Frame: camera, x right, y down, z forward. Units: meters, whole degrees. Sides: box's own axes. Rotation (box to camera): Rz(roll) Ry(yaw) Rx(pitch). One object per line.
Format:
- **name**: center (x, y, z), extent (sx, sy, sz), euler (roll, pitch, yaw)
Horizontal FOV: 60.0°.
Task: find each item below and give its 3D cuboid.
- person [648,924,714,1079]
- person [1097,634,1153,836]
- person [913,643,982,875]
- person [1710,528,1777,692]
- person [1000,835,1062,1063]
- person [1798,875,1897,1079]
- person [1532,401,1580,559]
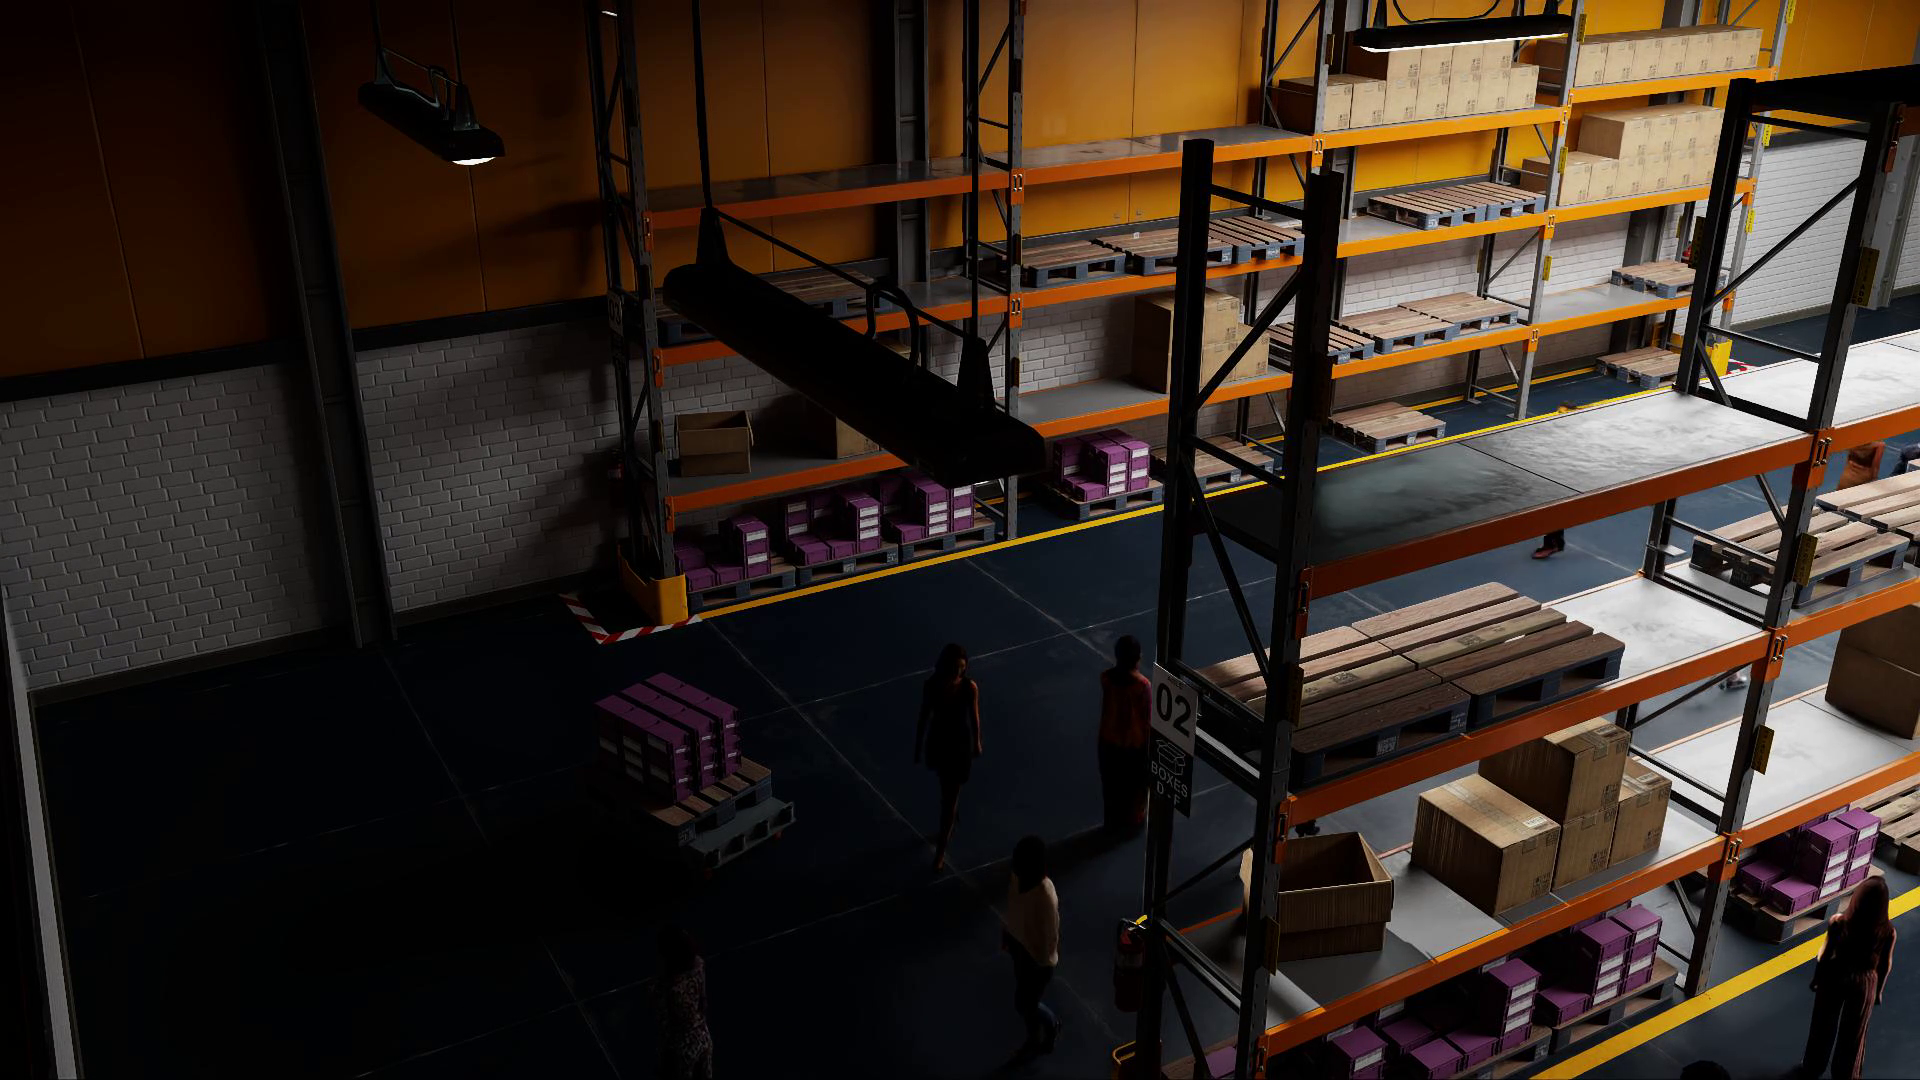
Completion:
- **person**: center (-1.601, 2.952, 9.647), extent (0.717, 1.713, 0.613), euler (16, 28, 33)
- **person**: center (1.260, 1.540, 12.954), extent (0.846, 1.652, 0.785), euler (-21, 31, -40)
- **person**: center (-0.061, 1.568, 12.719), extent (1.117, 1.789, 1.134), euler (5, 24, 11)
- **person**: center (7.034, 0.621, 15.010), extent (0.830, 1.690, 0.617), euler (-12, 26, -26)
- **person**: center (0.528, 2.578, 10.554), extent (0.603, 1.673, 0.629), euler (-13, 27, -28)
- **person**: center (5.510, 2.746, 10.310), extent (0.642, 1.561, 0.673), euler (11, 26, 23)
- **person**: center (6.517, -0.654, 17.864), extent (0.801, 1.739, 0.782), euler (-5, 24, -12)
